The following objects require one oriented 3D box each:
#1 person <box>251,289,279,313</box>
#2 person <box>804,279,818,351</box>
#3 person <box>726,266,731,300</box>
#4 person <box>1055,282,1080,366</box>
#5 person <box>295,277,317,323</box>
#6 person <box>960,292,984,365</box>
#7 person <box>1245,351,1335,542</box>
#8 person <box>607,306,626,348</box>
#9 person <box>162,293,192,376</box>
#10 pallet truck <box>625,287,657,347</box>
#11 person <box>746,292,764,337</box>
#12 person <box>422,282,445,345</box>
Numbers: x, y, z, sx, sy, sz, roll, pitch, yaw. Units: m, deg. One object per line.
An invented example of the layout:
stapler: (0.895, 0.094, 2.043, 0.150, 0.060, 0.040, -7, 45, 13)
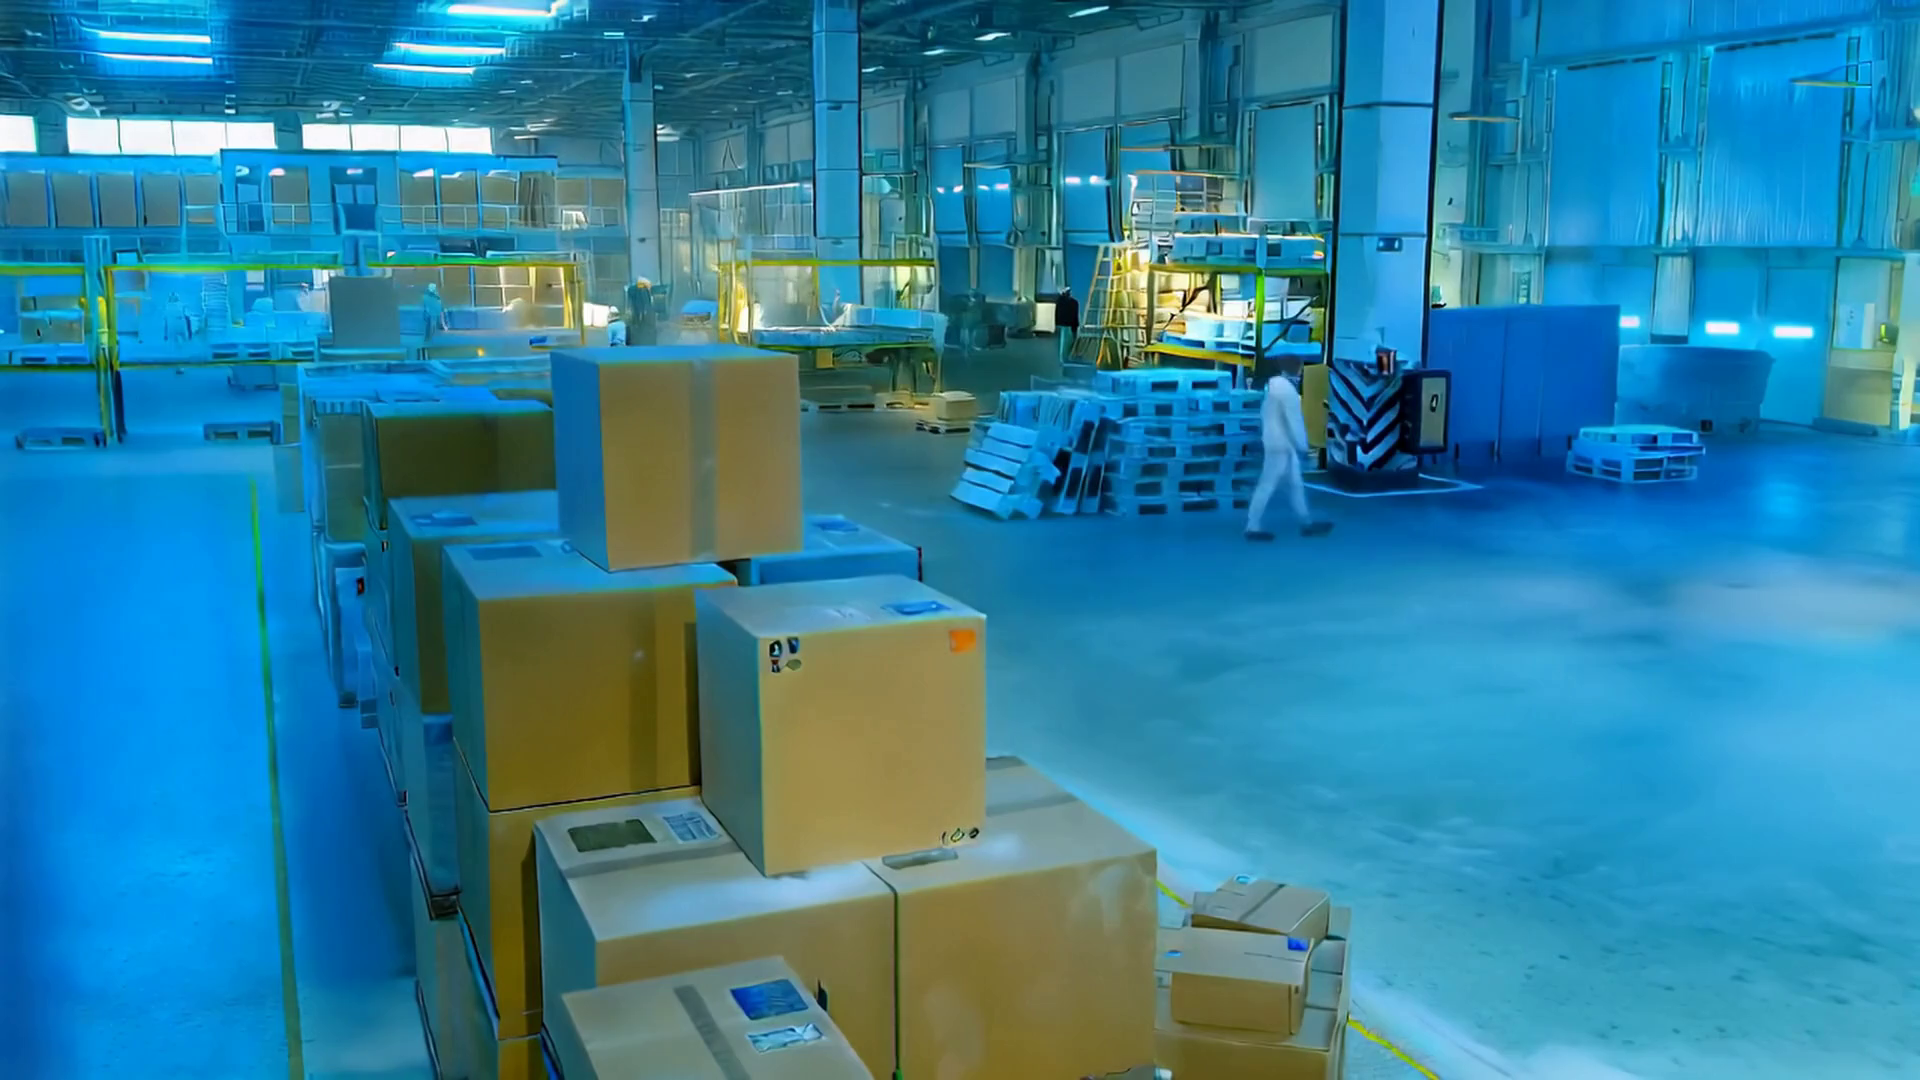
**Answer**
person: (-16.655, -5.105, 39.801, 0.654, 1.794, 0.927, -9, 13, -40)
person: (-3.916, -6.001, 44.431, 0.606, 1.908, 0.420, 6, 12, 30)
person: (-8.874, -9.631, 64.374, 0.378, 1.932, 0.551, 1, 10, 6)
person: (2.536, -5.098, 39.269, 0.608, 1.987, 0.402, -3, 11, -17)
person: (-18.867, -6.630, 47.934, 0.628, 1.903, 0.629, 8, 13, 39)
person: (0.300, -4.987, 39.313, 0.529, 1.736, 0.788, -4, 11, -23)
person: (3.291, -0.909, 16.417, 0.990, 1.886, 0.629, 1, 10, 3)
person: (-6.435, -3.493, 31.089, 0.313, 1.738, 0.483, 5, 11, 25)
person: (-17.212, -4.514, 36.559, 0.593, 1.798, 0.997, -3, 11, -16)
pallet truck: (-6.464, -4.406, 35.401, 0.823, 1.965, 1.885, 6, 12, 32)
person: (-5.270, -5.508, 42.393, 0.557, 1.649, 0.847, -2, 11, -12)
person: (-13.316, -5.612, 42.339, 0.975, 1.897, 0.636, 7, 13, 35)
